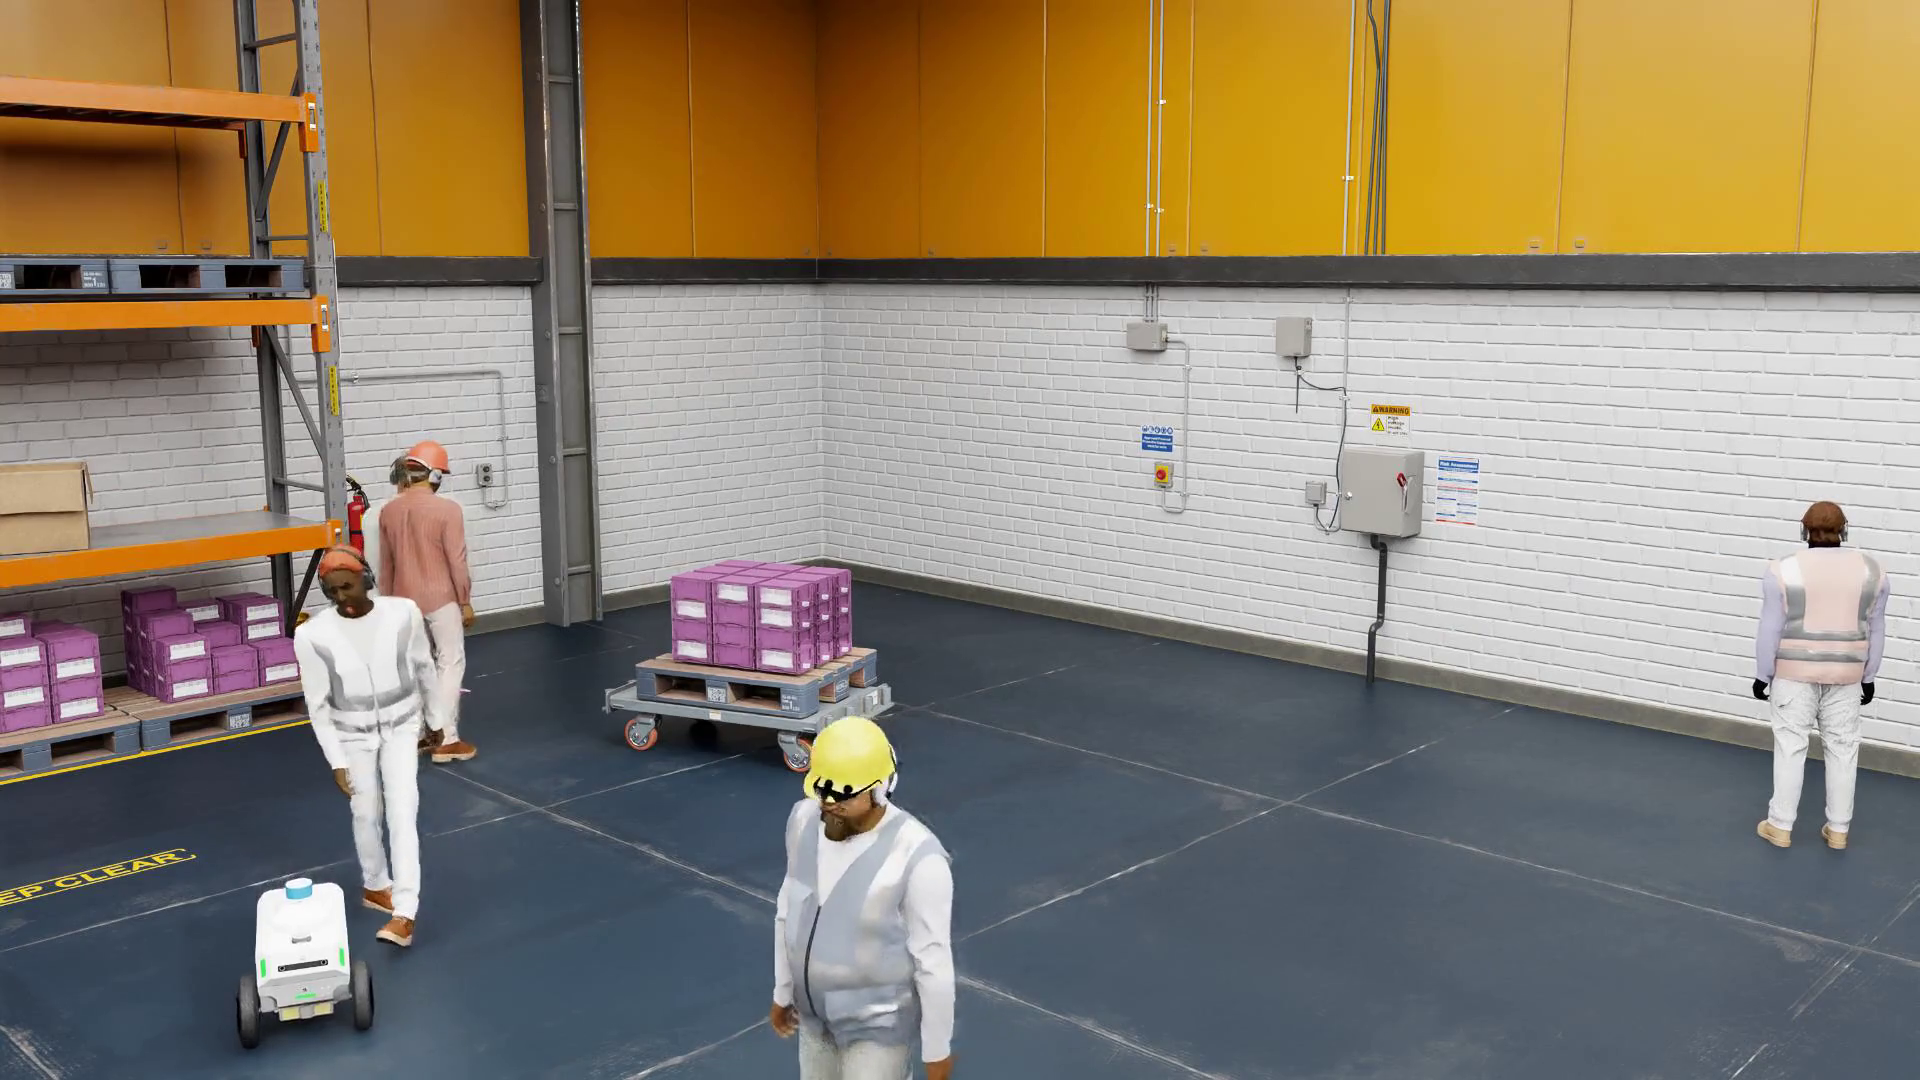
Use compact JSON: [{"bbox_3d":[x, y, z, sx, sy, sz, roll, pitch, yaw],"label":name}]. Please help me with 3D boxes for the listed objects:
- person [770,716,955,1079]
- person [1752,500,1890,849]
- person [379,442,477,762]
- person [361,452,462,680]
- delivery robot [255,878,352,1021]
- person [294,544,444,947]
[{"bbox_3d":[-0.242,1.348,4.893,0.633,1.806,0.626,8,12,41],"label":"person"},{"bbox_3d":[4.481,0.708,8.717,0.619,1.838,0.430,2,9,10],"label":"person"},{"bbox_3d":[-3.296,0.388,10.268,0.710,1.967,0.553,4,10,22],"label":"person"},{"bbox_3d":[-3.501,0.365,10.692,0.647,1.874,1.028,-5,10,-26],"label":"person"},{"bbox_3d":[-2.668,1.618,6.748,0.477,0.478,0.707,-4,10,-21],"label":"delivery robot"},{"bbox_3d":[-2.638,0.907,7.511,0.627,1.829,0.838,-4,10,-25],"label":"person"}]
